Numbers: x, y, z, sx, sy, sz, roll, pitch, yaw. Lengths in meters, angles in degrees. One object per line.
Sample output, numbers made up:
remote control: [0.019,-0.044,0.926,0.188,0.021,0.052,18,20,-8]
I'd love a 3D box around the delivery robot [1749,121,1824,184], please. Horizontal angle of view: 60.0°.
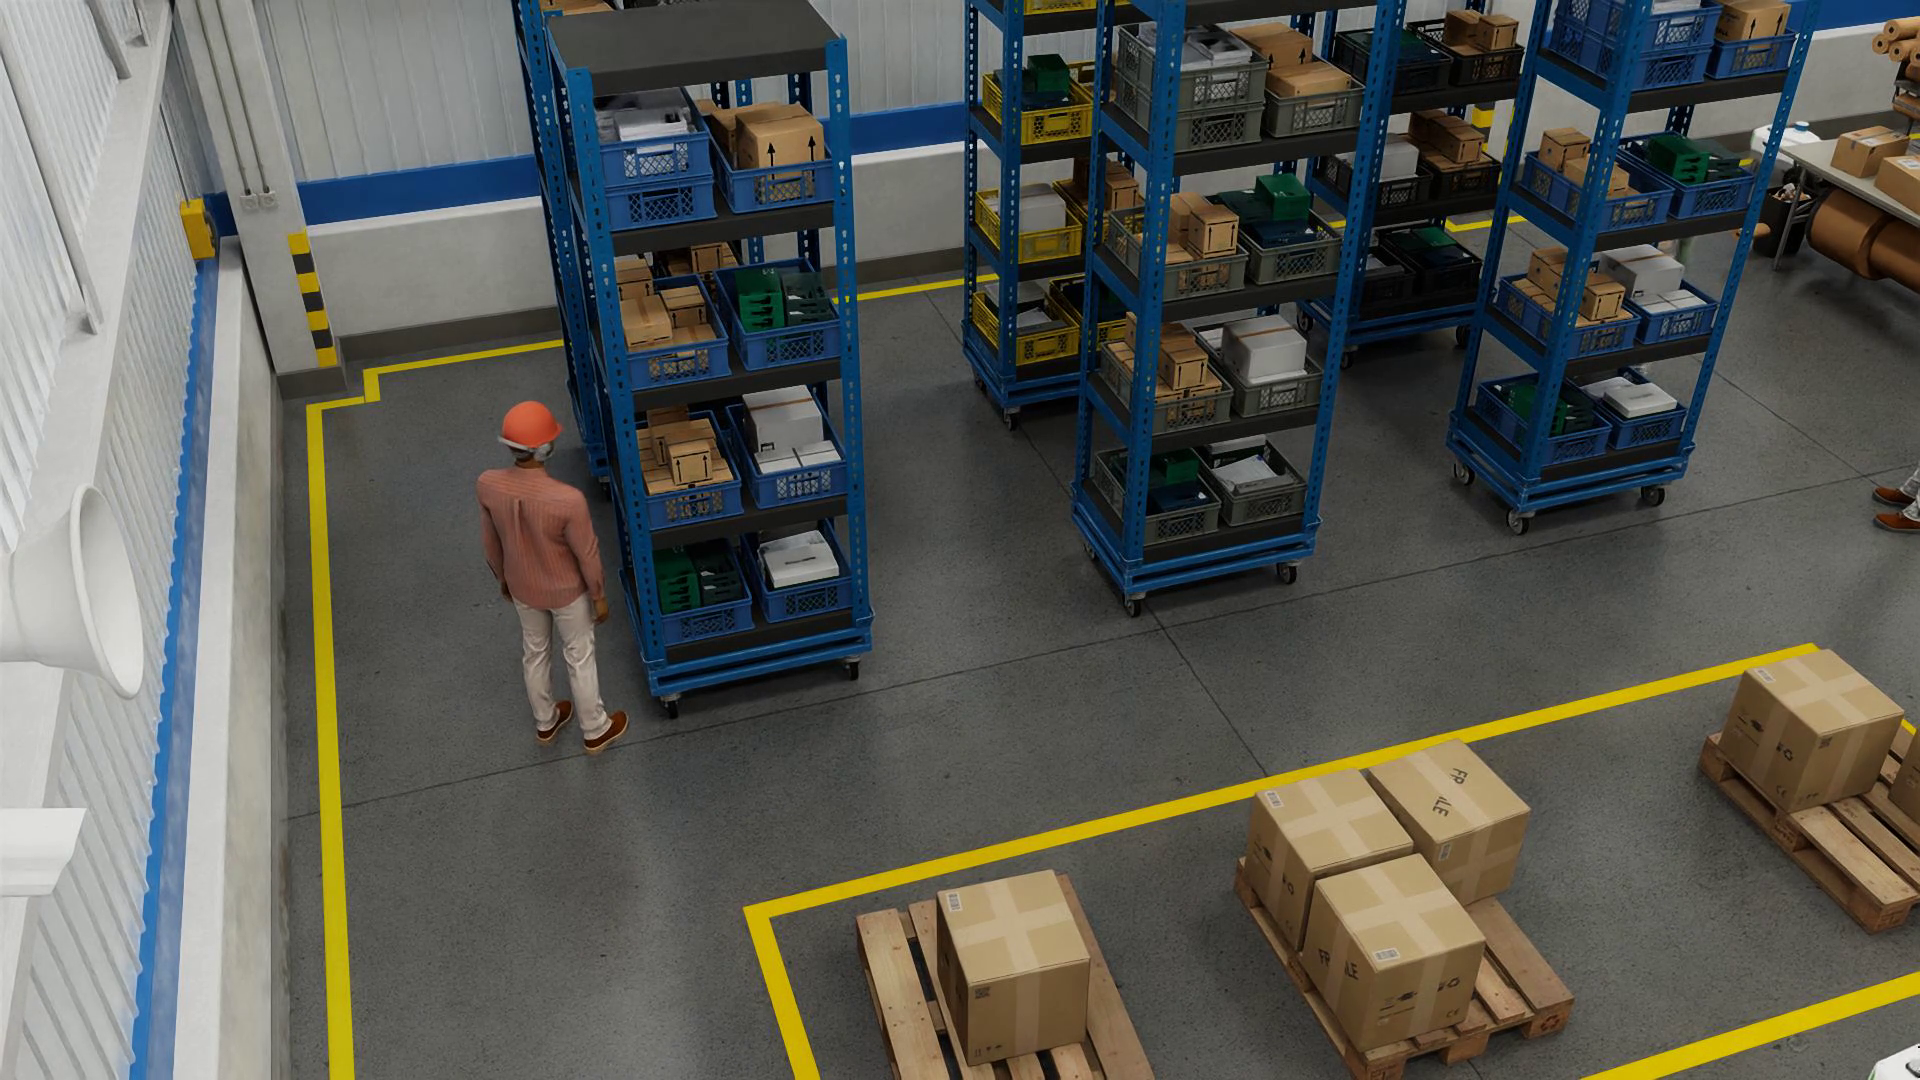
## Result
delivery robot: [7.307,-3.417,14.554,0.477,0.478,0.707,-20,40,-26]

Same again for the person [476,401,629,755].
person: [-2.024,0.204,8.260,0.621,1.989,0.398,11,37,15]

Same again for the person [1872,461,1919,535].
person: [5.927,-0.920,9.900,0.372,1.940,0.631,15,38,20]

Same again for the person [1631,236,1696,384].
person: [4.710,-1.803,11.431,0.529,1.636,0.350,7,36,10]

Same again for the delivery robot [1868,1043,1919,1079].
delivery robot: [3.883,2.308,6.436,0.477,0.478,0.707,-14,38,-19]
